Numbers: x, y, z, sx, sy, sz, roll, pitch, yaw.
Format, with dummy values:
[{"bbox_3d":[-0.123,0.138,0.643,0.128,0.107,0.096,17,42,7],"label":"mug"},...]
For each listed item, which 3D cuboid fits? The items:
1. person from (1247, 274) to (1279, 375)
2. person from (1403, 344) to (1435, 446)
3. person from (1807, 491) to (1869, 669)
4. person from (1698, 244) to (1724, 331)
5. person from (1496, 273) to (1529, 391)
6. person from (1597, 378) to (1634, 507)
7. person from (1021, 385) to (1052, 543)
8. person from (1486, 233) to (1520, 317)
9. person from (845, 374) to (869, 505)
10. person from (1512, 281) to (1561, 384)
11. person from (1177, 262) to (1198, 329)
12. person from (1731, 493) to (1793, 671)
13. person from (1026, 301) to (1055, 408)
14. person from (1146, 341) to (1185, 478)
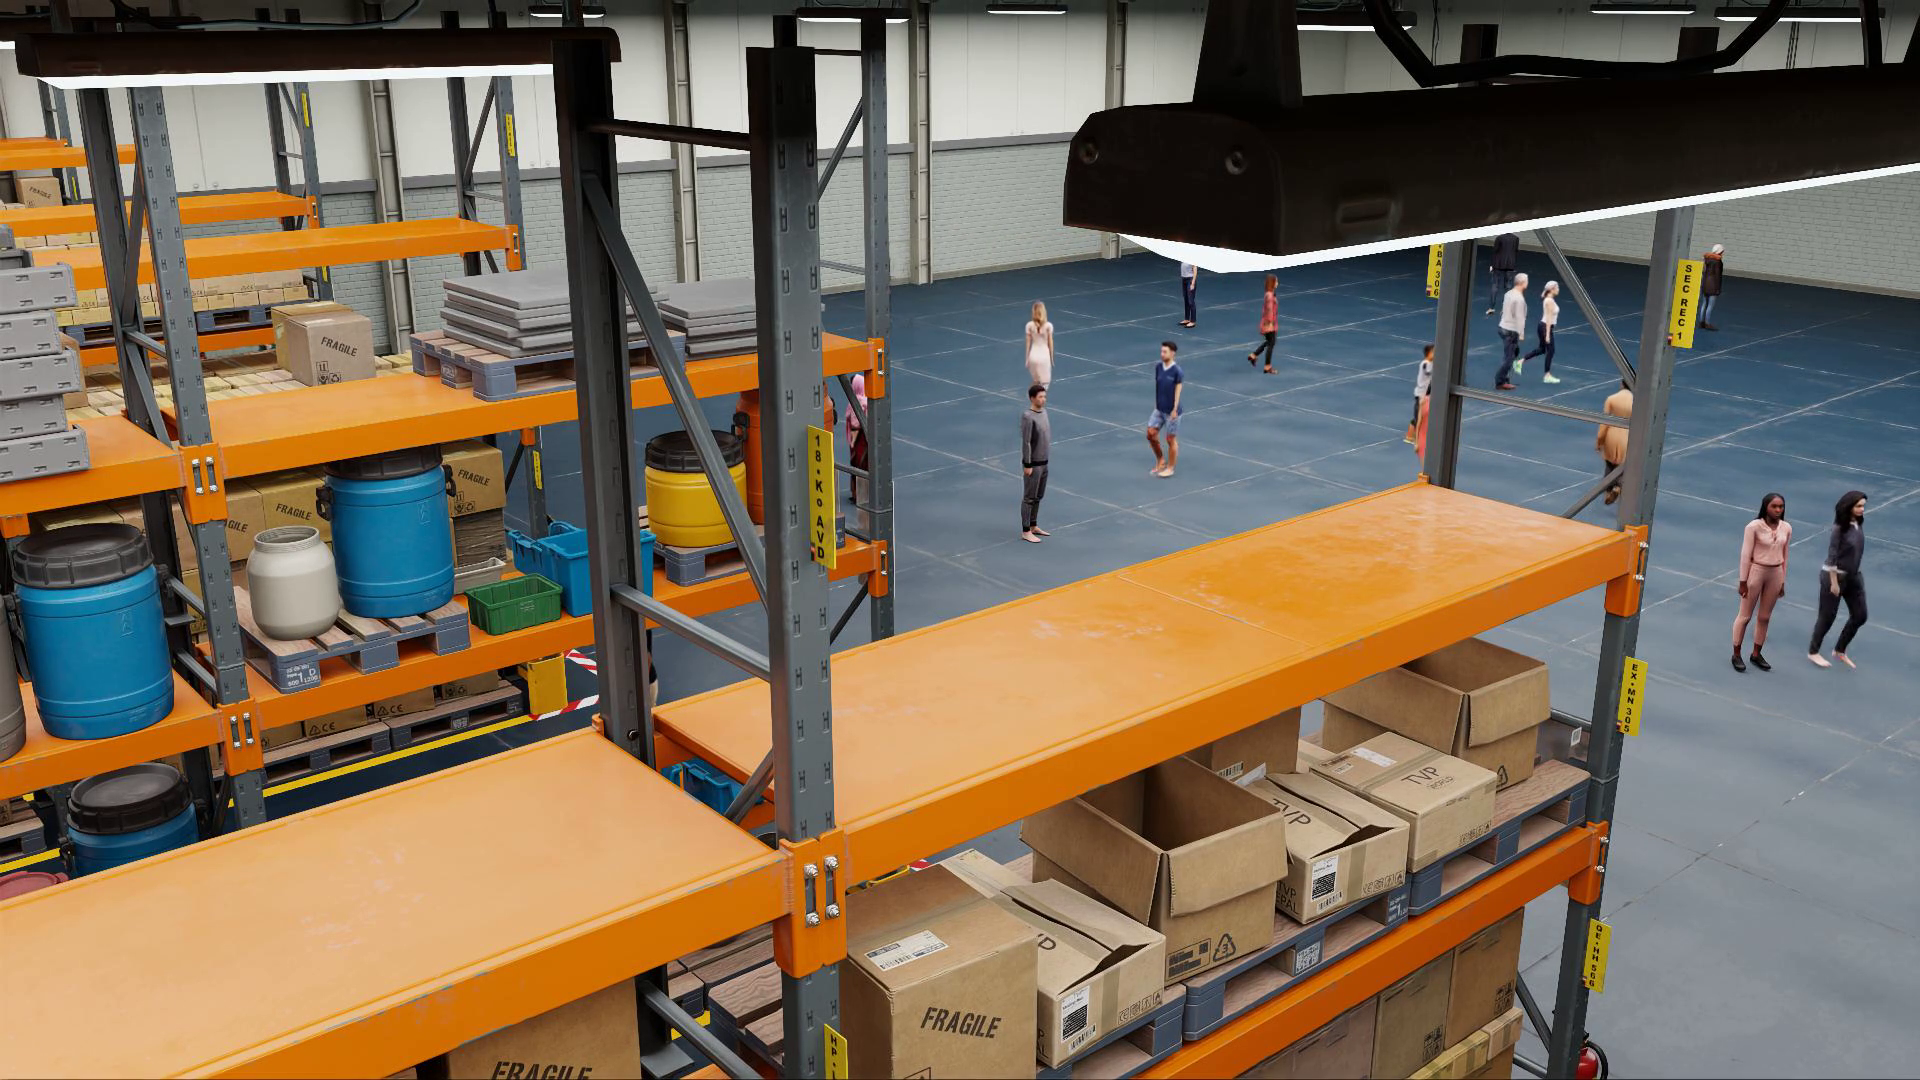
[{"bbox_3d":[5.152,-3.648,28.144,0.891,1.692,0.839,3,18,9],"label":"person"},{"bbox_3d":[6.697,-2.163,23.992,0.967,1.439,0.877,3,18,11],"label":"person"},{"bbox_3d":[8.260,0.356,15.769,0.665,1.741,0.748,-10,20,-28],"label":"person"},{"bbox_3d":[14.457,-4.870,31.986,0.787,1.637,0.748,-2,18,-5],"label":"person"},{"bbox_3d":[8.844,-3.365,26.972,0.915,1.880,0.883,0,18,0],"label":"person"},{"bbox_3d":[8.199,-1.225,20.698,0.921,1.696,1.110,8,20,24],"label":"person"},{"bbox_3d":[0.884,-0.928,19.545,0.817,1.844,0.627,9,20,26],"label":"person"},{"bbox_3d":[9.848,-4.971,30.232,0.816,1.781,0.791,1,18,2],"label":"person"},{"bbox_3d":[-1.251,-1.291,21.000,0.841,1.633,0.765,3,18,9],"label":"person"},{"bbox_3d":[9.596,-3.430,27.491,1.020,1.681,1.033,5,19,14],"label":"person"},{"bbox_3d":[4.452,-4.994,32.233,0.628,1.720,0.653,-6,19,-18],"label":"person"},{"bbox_3d":[7.568,0.386,15.709,0.663,1.722,0.762,-2,18,-5],"label":"person"},{"bbox_3d":[1.170,-2.637,24.839,0.841,1.816,0.961,5,19,16],"label":"person"},{"bbox_3d":[2.814,-1.748,22.078,0.609,1.835,0.633,-15,23,-38],"label":"person"}]
